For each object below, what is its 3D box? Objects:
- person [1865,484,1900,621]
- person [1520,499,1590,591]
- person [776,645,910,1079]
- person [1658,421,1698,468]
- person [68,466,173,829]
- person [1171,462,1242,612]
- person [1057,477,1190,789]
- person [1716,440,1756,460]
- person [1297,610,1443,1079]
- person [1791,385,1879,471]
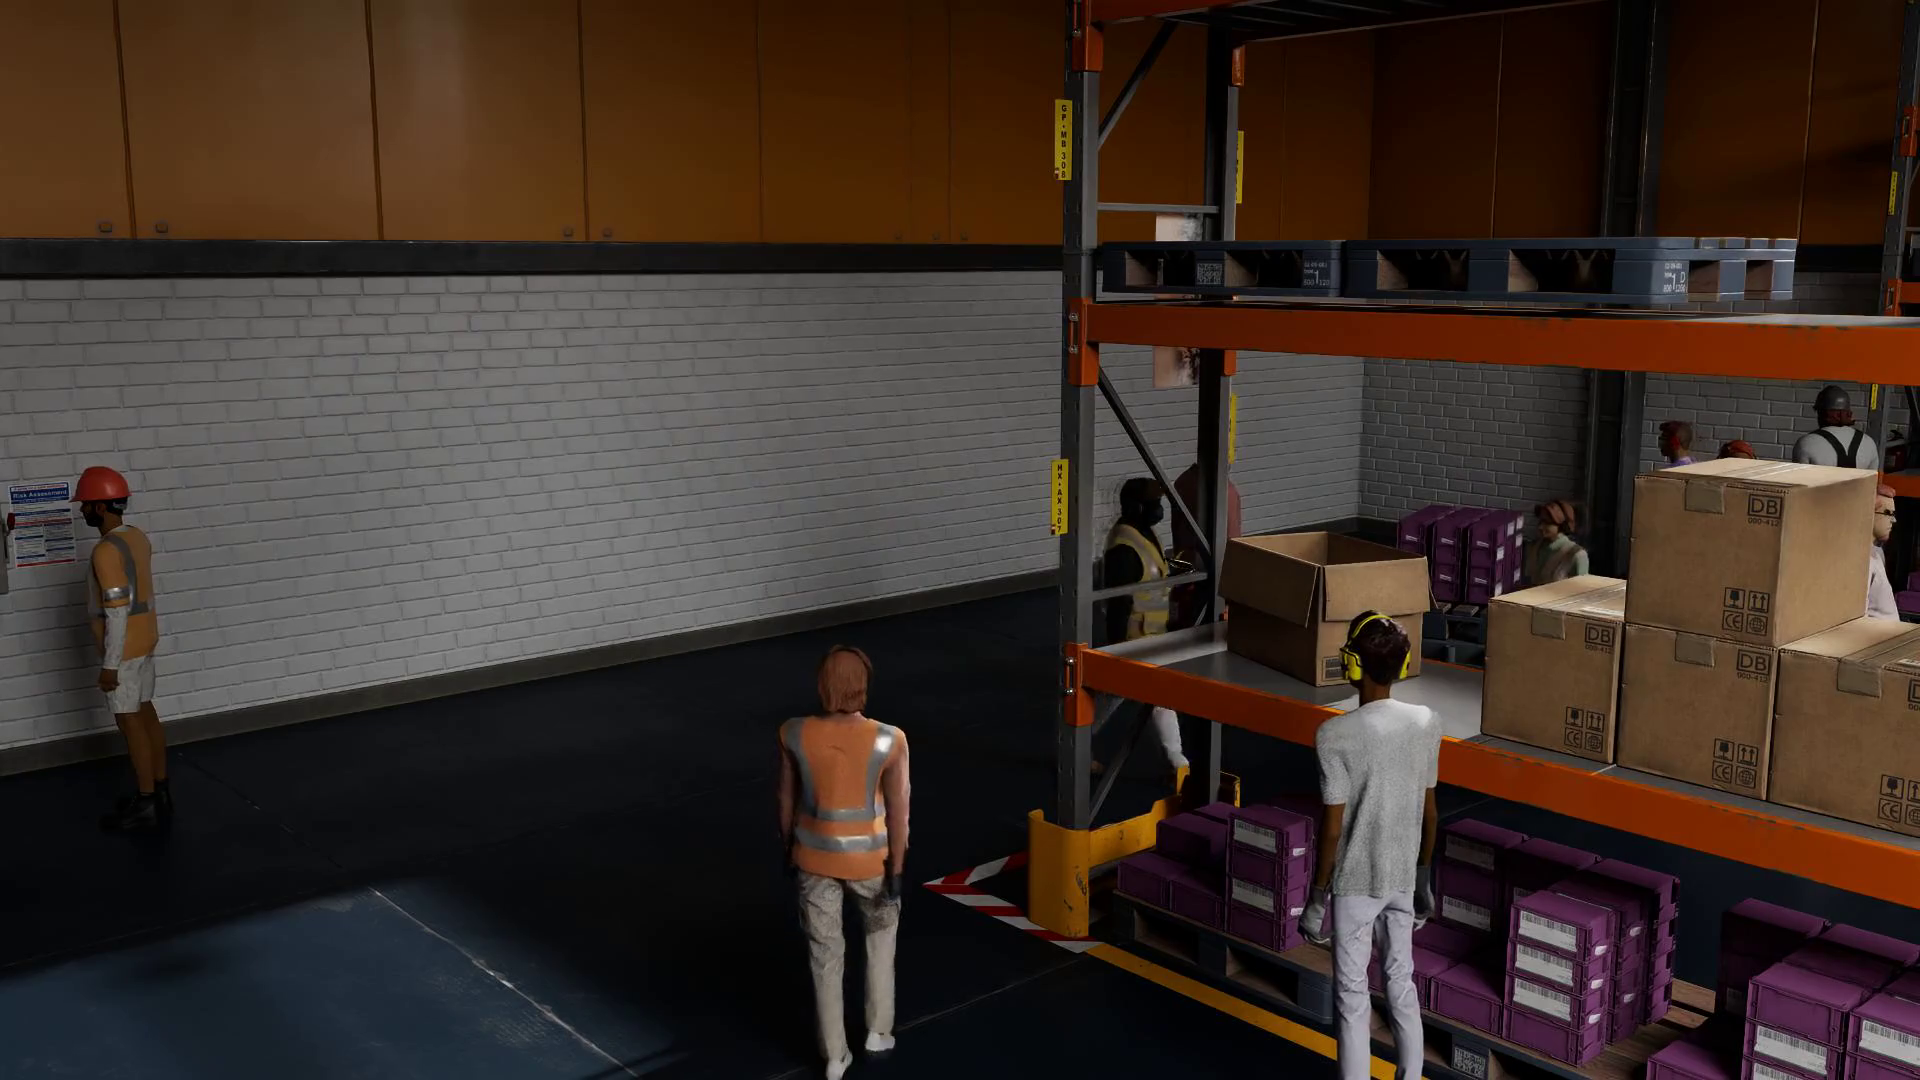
[{"bbox_3d":[4.532,0.653,8.454,0.402,1.904,0.652,4,10,21],"label":"person"},{"bbox_3d":[3.644,0.524,10.118,0.852,1.599,0.522,-3,10,-18],"label":"person"},{"bbox_3d":[-0.430,1.183,6.175,0.520,1.622,0.497,1,10,5],"label":"person"},{"bbox_3d":[5.256,0.035,12.292,0.470,1.825,0.591,8,12,38],"label":"person"},{"bbox_3d":[-4.478,0.569,8.850,0.375,1.935,0.551,-2,10,-10],"label":"person"},{"bbox_3d":[1.672,0.208,11.054,0.401,1.907,0.646,-5,11,-25],"label":"person"},{"bbox_3d":[0.990,0.520,9.538,0.944,1.805,0.618,2,10,13],"label":"person"},{"bbox_3d":[4.920,0.295,10.654,0.578,1.879,0.352,2,10,9],"label":"person"},{"bbox_3d":[1.367,1.163,5.581,0.514,1.869,0.327,-4,11,-23],"label":"person"},{"bbox_3d":[6.740,-0.198,13.036,0.690,2.000,0.538,-2,10,-9],"label":"person"}]
